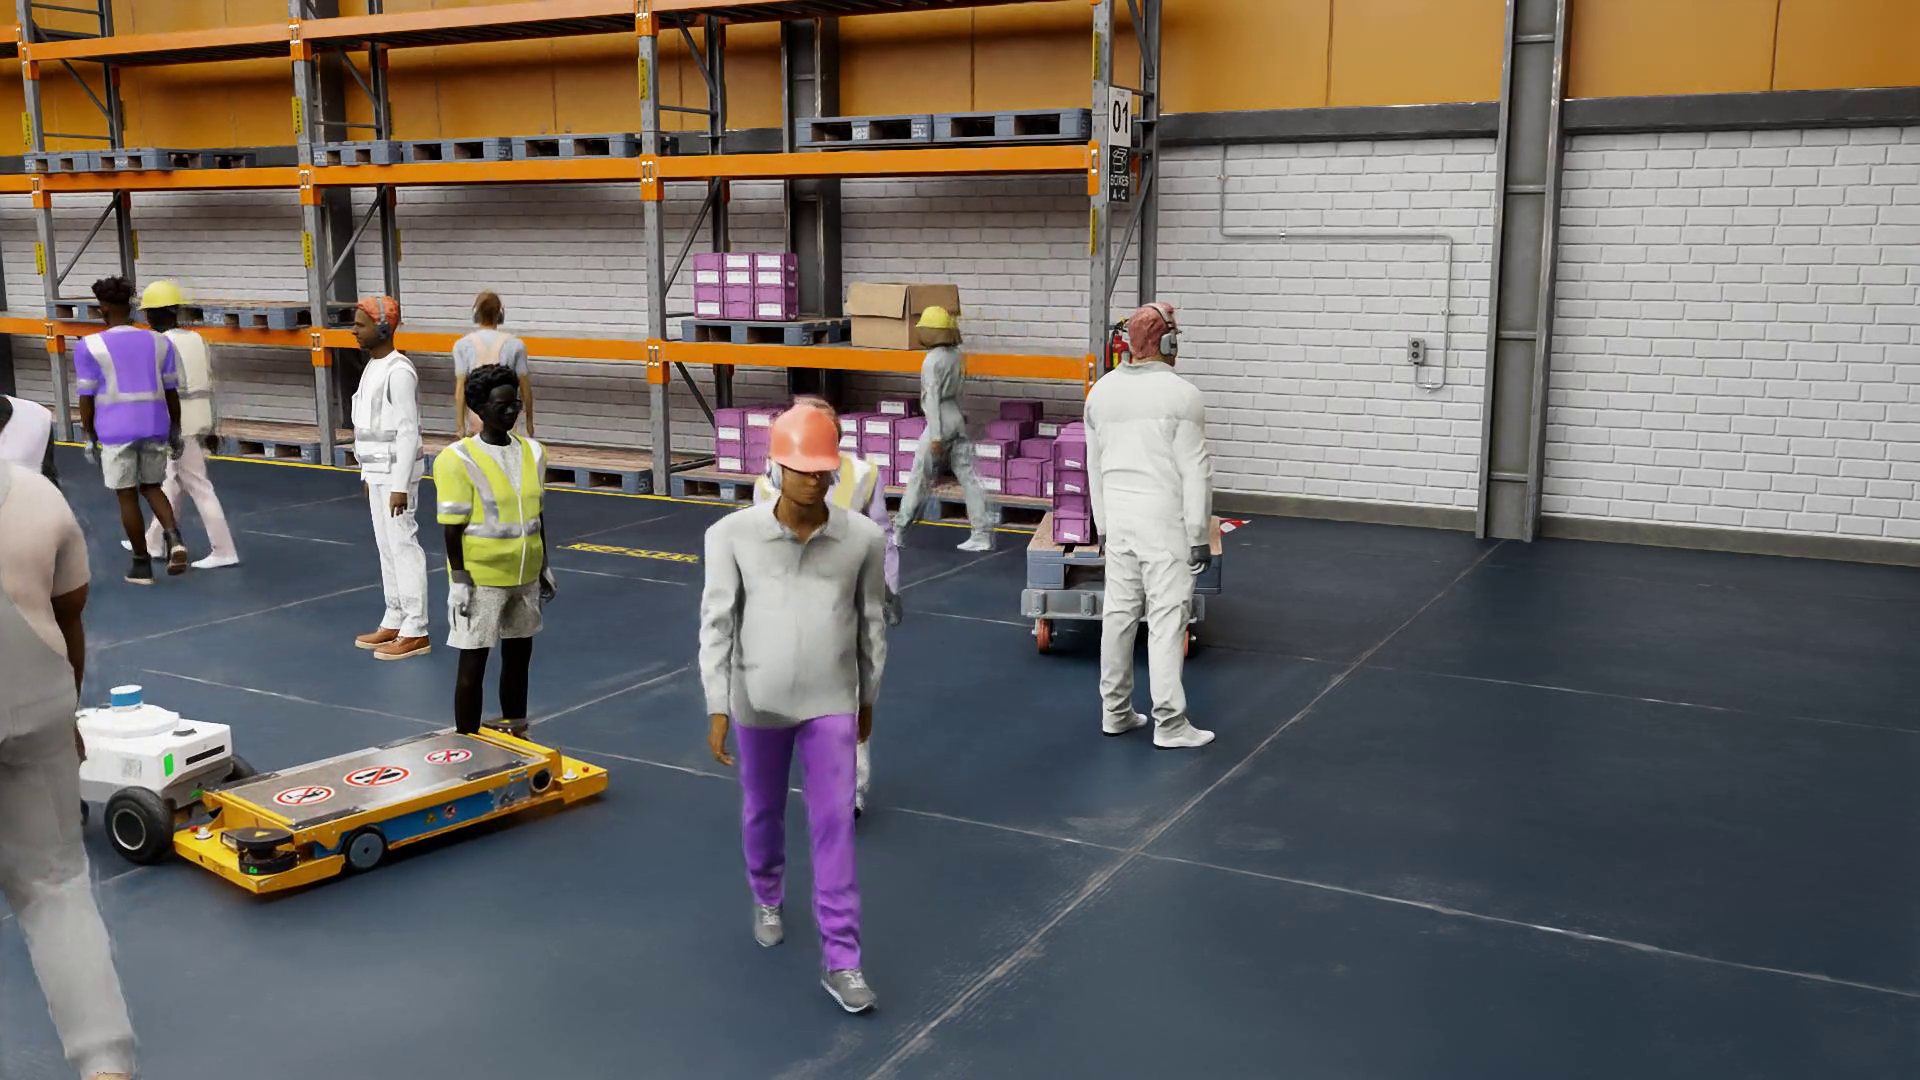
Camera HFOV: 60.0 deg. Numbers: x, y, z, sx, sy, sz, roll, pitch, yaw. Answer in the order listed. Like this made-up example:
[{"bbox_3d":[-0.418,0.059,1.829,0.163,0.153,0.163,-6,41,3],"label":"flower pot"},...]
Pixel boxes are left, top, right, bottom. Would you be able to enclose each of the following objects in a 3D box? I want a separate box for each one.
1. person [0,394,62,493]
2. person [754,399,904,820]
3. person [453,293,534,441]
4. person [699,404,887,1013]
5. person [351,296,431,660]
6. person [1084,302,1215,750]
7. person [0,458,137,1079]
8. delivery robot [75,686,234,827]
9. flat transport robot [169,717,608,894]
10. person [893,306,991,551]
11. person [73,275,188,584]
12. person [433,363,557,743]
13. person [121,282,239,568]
[{"bbox_3d":[-3.559,0.145,6.059,0.412,1.907,0.593,9,14,41],"label":"person"},{"bbox_3d":[-0.487,0.253,6.318,0.563,1.599,0.774,0,10,-2],"label":"person"},{"bbox_3d":[-3.326,-0.862,11.898,0.523,1.792,1.024,-2,11,-12],"label":"person"},{"bbox_3d":[-0.483,0.456,4.901,0.571,1.708,0.837,-2,11,-12],"label":"person"},{"bbox_3d":[-2.985,-0.323,8.681,0.355,1.883,0.574,-7,13,-35],"label":"person"},{"bbox_3d":[0.835,-0.059,7.151,0.411,1.913,0.643,-10,14,-42],"label":"person"},{"bbox_3d":[-2.377,0.457,3.969,0.996,2.000,0.694,8,13,37],"label":"person"},{"bbox_3d":[-3.016,0.774,6.050,0.707,0.478,0.477,4,11,20],"label":"delivery robot"},{"bbox_3d":[-2.082,0.942,6.160,0.652,0.197,1.431,9,13,39],"label":"flat transport robot"},{"bbox_3d":[-0.171,-0.771,11.613,0.902,1.699,0.485,6,12,30],"label":"person"},{"bbox_3d":[-5.204,-0.680,10.458,0.465,1.945,0.600,8,13,39],"label":"person"},{"bbox_3d":[-1.832,0.145,6.616,0.322,1.697,0.531,7,12,34],"label":"person"},{"bbox_3d":[-5.234,-0.740,10.945,0.938,1.881,0.605,1,10,4],"label":"person"}]
